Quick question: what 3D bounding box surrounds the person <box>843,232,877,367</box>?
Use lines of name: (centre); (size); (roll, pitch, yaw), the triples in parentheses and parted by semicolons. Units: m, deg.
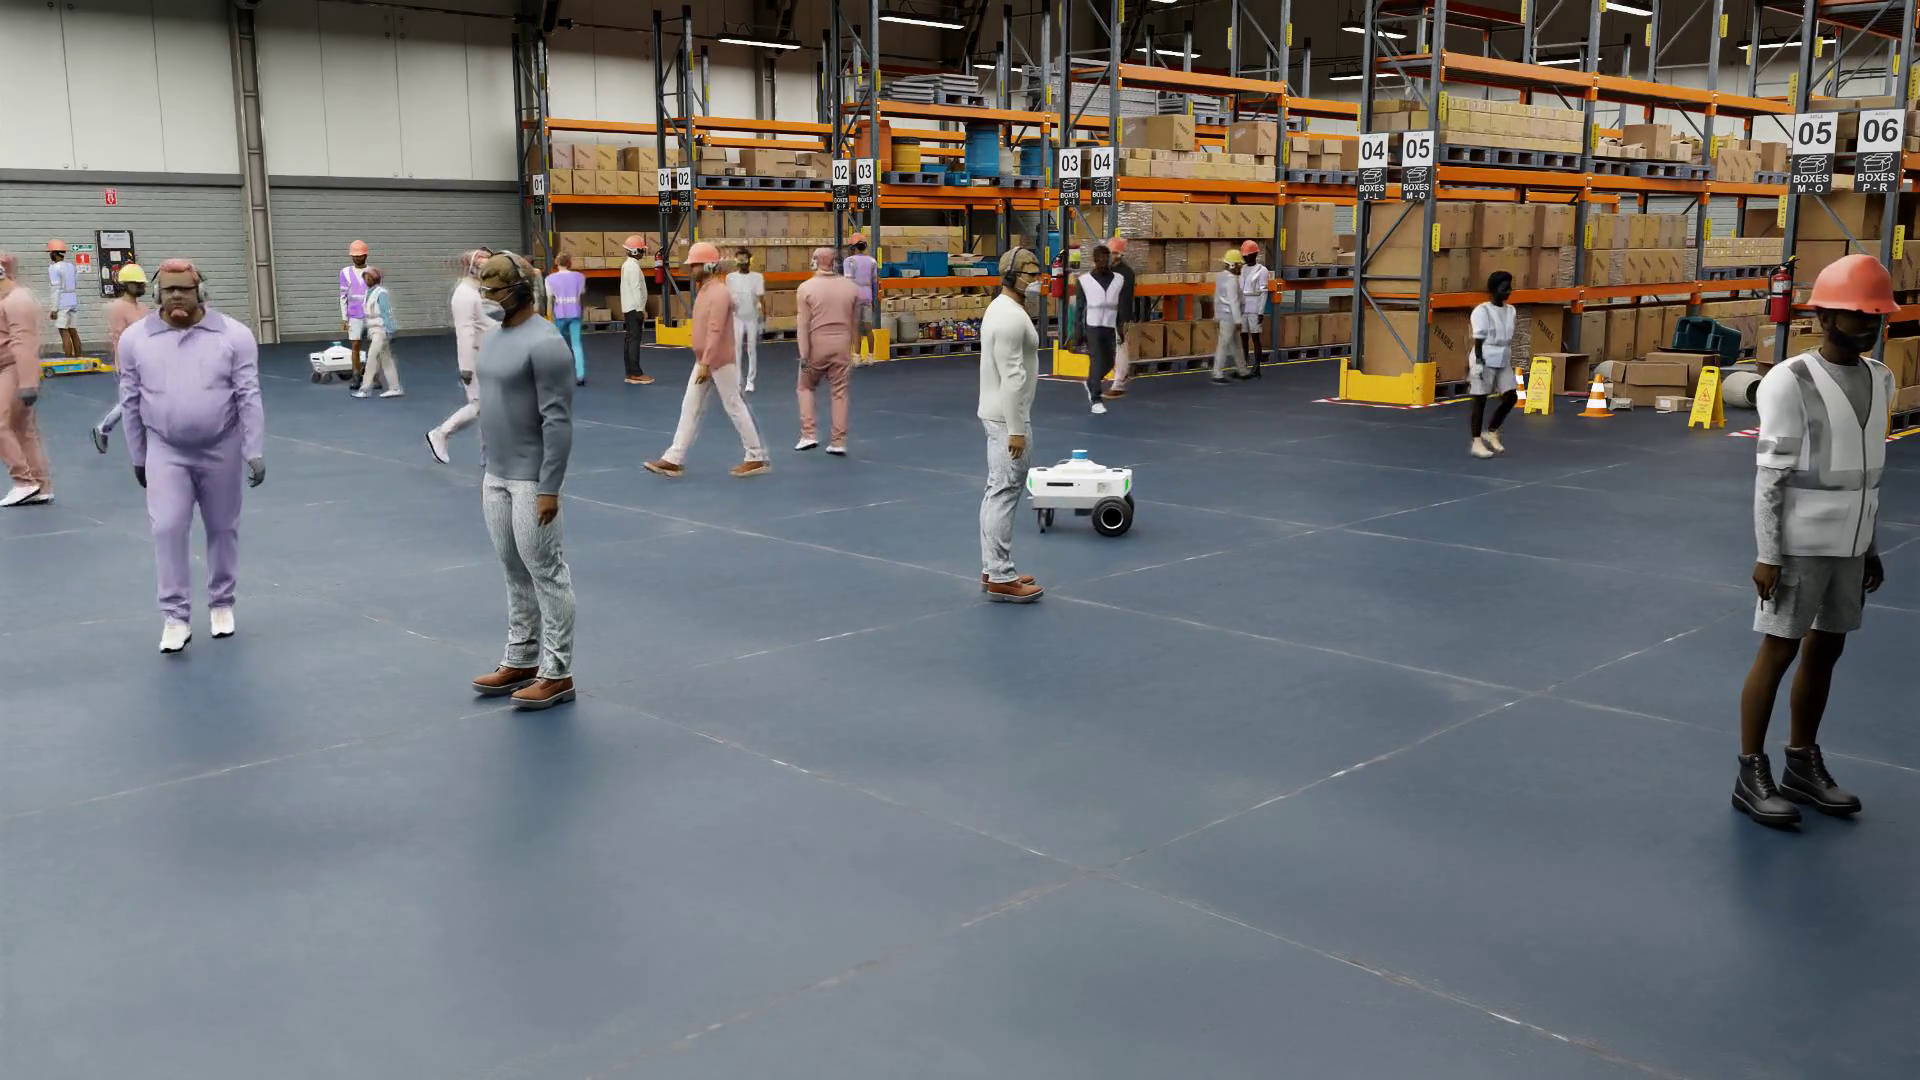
person: (-1.553, -3.677, 25.473); (0.615, 2.040, 0.391); (-9, 14, -39)

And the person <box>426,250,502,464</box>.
person: (-4.186, -1.533, 14.243); (0.686, 1.886, 0.657); (0, 10, 0)

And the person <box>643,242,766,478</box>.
person: (-2.091, -1.475, 13.745); (1.029, 1.940, 0.609); (-6, 12, -30)

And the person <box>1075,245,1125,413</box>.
person: (1.571, -2.425, 19.063); (0.597, 1.894, 0.698); (-4, 11, -21)

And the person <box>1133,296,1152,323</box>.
person: (4.000, -5.671, 36.607); (0.610, 1.952, 0.410); (10, 14, 42)

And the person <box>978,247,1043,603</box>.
person: (0.276, -0.644, 9.223); (0.355, 1.936, 0.633); (-1, 10, -3)

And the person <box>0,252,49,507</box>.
person: (-7.055, -1.177, 12.265); (0.526, 1.886, 0.671); (-8, 13, -37)

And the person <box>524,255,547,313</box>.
person: (-8.276, -4.700, 32.194); (0.522, 1.625, 0.484); (3, 11, 14)

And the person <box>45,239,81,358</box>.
person: (-13.230, -3.450, 24.519); (0.361, 1.938, 0.546); (1, 10, 3)

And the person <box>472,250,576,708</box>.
person: (-1.877, -0.259, 7.128); (0.373, 1.937, 0.630); (-10, 14, -43)

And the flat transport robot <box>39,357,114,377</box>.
flat transport robot: (-13.071, -2.501, 24.014); (0.652, 0.197, 1.431); (5, 12, 25)

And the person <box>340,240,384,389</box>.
person: (-7.806, -2.942, 21.760); (0.550, 1.933, 0.374); (-3, 11, -16)

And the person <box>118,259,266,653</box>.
person: (-3.726, -0.412, 8.102); (0.654, 1.877, 0.797); (-4, 11, -21)

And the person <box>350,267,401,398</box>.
person: (-7.224, -2.528, 20.380); (0.723, 1.597, 0.641); (-8, 13, -38)

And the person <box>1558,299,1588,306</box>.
person: (10.036, -3.867, 27.223); (0.926, 1.786, 0.611); (-8, 13, -37)

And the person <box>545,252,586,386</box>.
person: (-5.307, -2.992, 22.457); (0.554, 1.791, 0.952); (-5, 11, -24)

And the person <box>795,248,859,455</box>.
person: (-1.254, -1.736, 15.319); (0.635, 1.883, 0.611); (-5, 12, -26)

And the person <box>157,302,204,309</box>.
person: (-9.242, -2.431, 19.775); (0.546, 1.625, 0.357); (-4, 11, -18)

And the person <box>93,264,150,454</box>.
person: (-7.425, -1.586, 14.854); (0.622, 1.749, 0.535); (2, 11, 10)

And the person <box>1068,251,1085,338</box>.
person: (1.996, -3.904, 27.549); (0.811, 1.740, 0.527); (-5, 11, -24)

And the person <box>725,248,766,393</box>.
person: (-2.735, -2.771, 21.113); (0.557, 1.825, 0.933); (0, 10, 1)

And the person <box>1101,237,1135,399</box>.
person: (1.908, -2.732, 20.482); (0.433, 1.980, 0.645); (-6, 12, -28)

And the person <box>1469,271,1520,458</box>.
person: (4.814, -1.579, 15.021); (0.544, 1.688, 0.369); (-5, 12, -26)

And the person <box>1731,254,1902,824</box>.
person: (2.955, 0.007, 5.676); (0.552, 1.933, 0.368); (-4, 11, -22)

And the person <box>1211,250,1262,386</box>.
person: (3.746, -2.980, 22.331); (0.790, 1.802, 0.624); (0, 10, -2)

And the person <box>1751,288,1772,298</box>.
person: (15.375, -4.798, 31.657); (0.694, 2.014, 0.638); (-10, 14, -43)

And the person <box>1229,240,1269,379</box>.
person: (4.048, -3.222, 23.309); (0.374, 1.928, 0.543); (-8, 13, -37)

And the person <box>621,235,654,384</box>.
person: (-4.425, -3.141, 22.675); (0.382, 1.996, 0.608); (-5, 11, -23)

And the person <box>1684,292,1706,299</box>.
person: (13.784, -4.502, 31.205); (0.825, 1.590, 0.508); (-7, 13, -35)

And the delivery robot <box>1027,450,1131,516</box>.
delivery robot: (0.814, -0.373, 11.376); (0.707, 0.478, 0.477); (1, 10, 7)

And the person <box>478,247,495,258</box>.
person: (-5.666, -2.591, 20.064); (0.517, 1.865, 0.325); (-3, 11, -16)

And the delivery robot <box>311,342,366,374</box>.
delivery robot: (-8.552, -2.485, 22.892); (0.477, 0.478, 0.707); (8, 13, 36)

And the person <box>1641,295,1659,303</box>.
person: (14.189, -5.218, 34.346); (0.616, 1.863, 0.440); (2, 11, 9)

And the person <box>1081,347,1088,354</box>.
person: (2.316, -4.197, 28.429); (0.731, 2.000, 0.704); (-8, 13, -37)
